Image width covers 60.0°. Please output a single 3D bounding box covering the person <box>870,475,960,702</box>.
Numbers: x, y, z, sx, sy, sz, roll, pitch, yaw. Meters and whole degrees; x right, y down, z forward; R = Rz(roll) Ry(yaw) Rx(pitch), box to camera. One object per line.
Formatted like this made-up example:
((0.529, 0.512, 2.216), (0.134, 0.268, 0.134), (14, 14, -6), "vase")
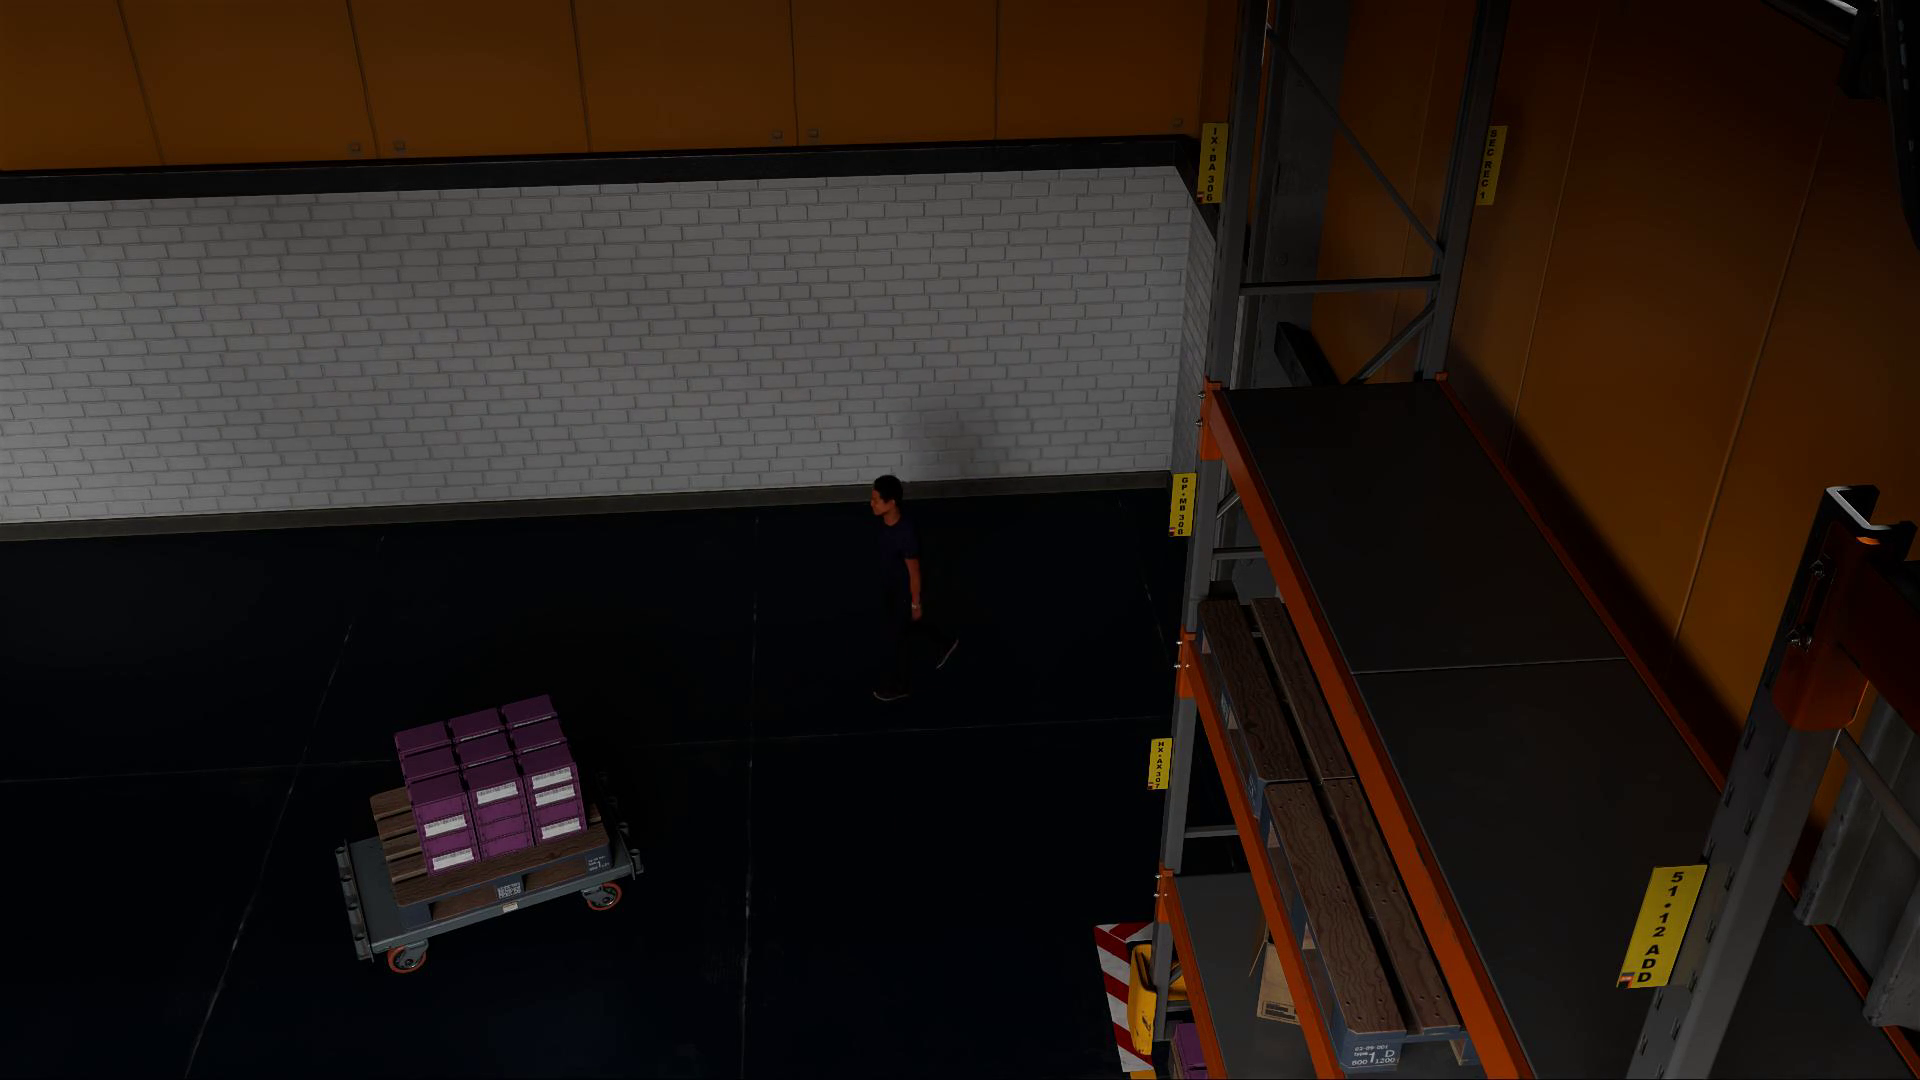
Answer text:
((-0.303, 0.305, 11.303), (0.947, 1.764, 0.980), (-17, 37, -24), "person")
